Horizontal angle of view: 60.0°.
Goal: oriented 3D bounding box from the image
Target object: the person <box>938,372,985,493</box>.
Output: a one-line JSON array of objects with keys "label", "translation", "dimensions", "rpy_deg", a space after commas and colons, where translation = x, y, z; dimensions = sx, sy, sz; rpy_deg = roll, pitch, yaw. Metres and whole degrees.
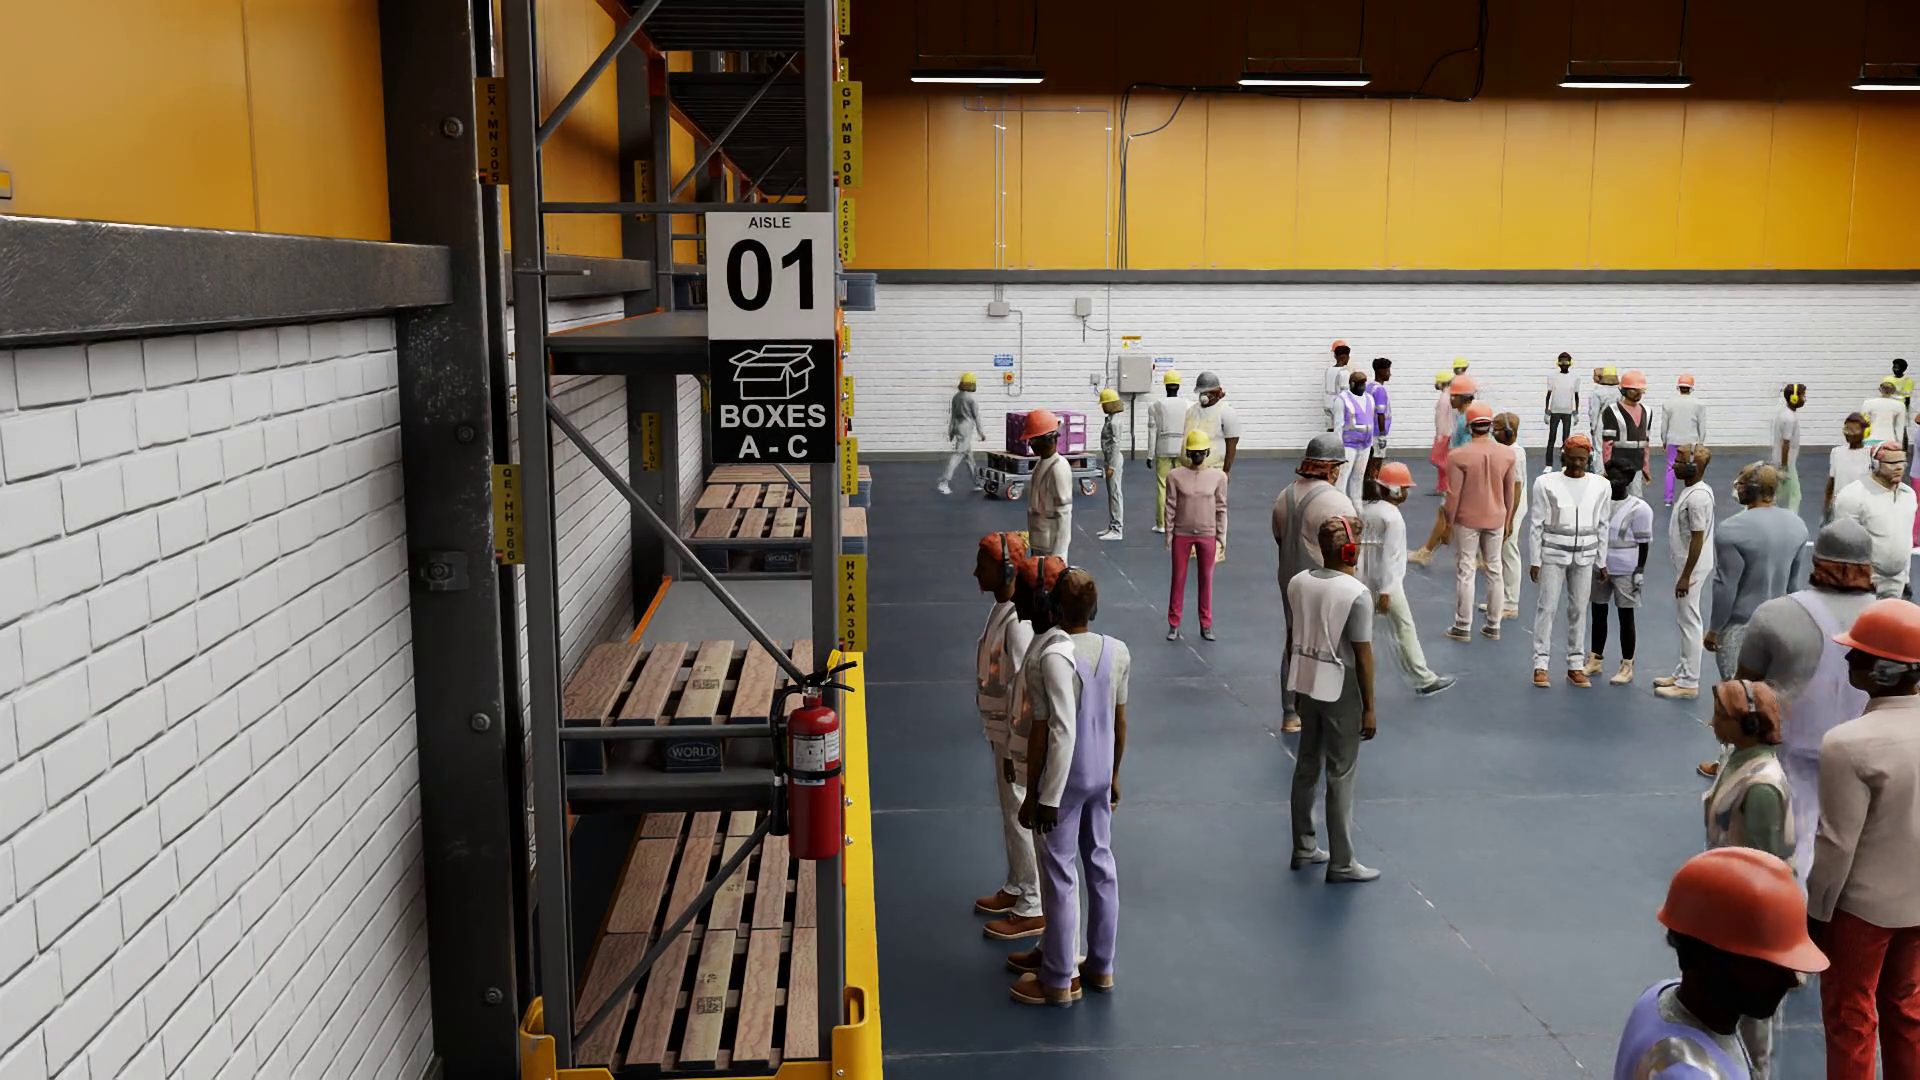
[{"label": "person", "translation": [0.040, -1.499, 23.241], "dimensions": [0.952, 1.699, 0.487], "rpy_deg": [-6, 11, -34]}]

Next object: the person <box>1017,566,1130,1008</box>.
[{"label": "person", "translation": [0.466, 1.020, 6.928], "dimensions": [0.506, 1.846, 0.345], "rpy_deg": [-6, 11, -34]}]

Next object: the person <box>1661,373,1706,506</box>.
[{"label": "person", "translation": [9.489, -1.309, 21.824], "dimensions": [0.563, 1.756, 0.319], "rpy_deg": [6, 11, 34]}]

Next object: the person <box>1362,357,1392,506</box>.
[{"label": "person", "translation": [5.498, -1.426, 21.899], "dimensions": [0.361, 1.964, 0.616], "rpy_deg": [0, 9, -2]}]

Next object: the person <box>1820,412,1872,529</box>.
[{"label": "person", "translation": [8.029, -0.243, 14.909], "dimensions": [0.889, 1.840, 0.526], "rpy_deg": [-5, 10, -28]}]

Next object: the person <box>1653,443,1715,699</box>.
[{"label": "person", "translation": [5.217, 0.220, 11.942], "dimensions": [0.344, 1.847, 0.504], "rpy_deg": [4, 10, 23]}]

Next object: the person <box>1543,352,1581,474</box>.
[{"label": "person", "translation": [9.186, -1.935, 25.402], "dimensions": [0.508, 1.872, 0.329], "rpy_deg": [3, 10, 19]}]

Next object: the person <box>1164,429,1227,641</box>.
[{"label": "person", "translation": [1.951, -0.037, 13.804], "dimensions": [0.524, 1.769, 0.316], "rpy_deg": [0, 9, 3]}]

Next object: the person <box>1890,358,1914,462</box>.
[{"label": "person", "translation": [15.272, -2.110, 27.081], "dimensions": [0.321, 1.691, 0.537], "rpy_deg": [-2, 9, -10]}]

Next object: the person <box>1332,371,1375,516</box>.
[{"label": "person", "translation": [4.952, -1.194, 20.837], "dimensions": [0.626, 1.843, 0.430], "rpy_deg": [-5, 10, -28]}]

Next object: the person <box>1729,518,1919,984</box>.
[{"label": "person", "translation": [3.788, 0.856, 7.341], "dimensions": [0.685, 2.000, 1.052], "rpy_deg": [2, 9, 14]}]

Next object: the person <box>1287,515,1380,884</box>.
[{"label": "person", "translation": [1.852, 0.793, 8.342], "dimensions": [0.389, 1.847, 0.563], "rpy_deg": [-5, 11, -31]}]

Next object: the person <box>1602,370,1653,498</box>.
[{"label": "person", "translation": [7.063, -0.778, 17.595], "dimensions": [0.608, 2.044, 0.370], "rpy_deg": [-3, 10, -21]}]

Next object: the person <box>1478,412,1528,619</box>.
[{"label": "person", "translation": [4.823, -0.216, 14.699], "dimensions": [0.350, 1.843, 0.506], "rpy_deg": [2, 9, 11]}]

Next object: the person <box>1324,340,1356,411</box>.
[{"label": "person", "translation": [6.190, -2.268, 27.161], "dimensions": [0.625, 1.981, 0.412], "rpy_deg": [-6, 11, -35]}]

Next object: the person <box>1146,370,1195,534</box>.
[{"label": "person", "translation": [2.481, -1.033, 19.559], "dimensions": [0.595, 1.925, 0.371], "rpy_deg": [-1, 9, -7]}]

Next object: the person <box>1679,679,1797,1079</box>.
[{"label": "person", "translation": [2.757, 1.293, 5.910], "dimensions": [0.394, 1.628, 0.535], "rpy_deg": [3, 10, 20]}]

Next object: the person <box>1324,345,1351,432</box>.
[{"label": "person", "translation": [5.910, -2.073, 26.009], "dimensions": [0.375, 1.958, 0.598], "rpy_deg": [-3, 10, -20]}]

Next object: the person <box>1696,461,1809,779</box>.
[{"label": "person", "translation": [4.719, 0.494, 9.934], "dimensions": [0.631, 1.940, 0.372], "rpy_deg": [-3, 10, -21]}]

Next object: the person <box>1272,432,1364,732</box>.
[{"label": "person", "translation": [2.366, 0.297, 10.852], "dimensions": [0.535, 2.000, 0.680], "rpy_deg": [-5, 10, -27]}]

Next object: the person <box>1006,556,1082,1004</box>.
[{"label": "person", "translation": [0.367, 0.993, 6.973], "dimensions": [0.337, 1.882, 0.585], "rpy_deg": [0, 9, 0]}]

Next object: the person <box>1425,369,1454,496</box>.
[{"label": "person", "translation": [6.625, -1.449, 22.690], "dimensions": [0.440, 1.752, 0.545], "rpy_deg": [4, 10, 25]}]

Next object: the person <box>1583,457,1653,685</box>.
[{"label": "person", "translation": [4.865, 0.224, 12.384], "dimensions": [0.315, 1.696, 0.540], "rpy_deg": [-6, 11, -35]}]

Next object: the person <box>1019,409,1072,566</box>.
[{"label": "person", "translation": [0.635, 0.027, 12.569], "dimensions": [0.388, 2.031, 0.616], "rpy_deg": [-2, 9, -13]}]

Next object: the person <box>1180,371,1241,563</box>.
[{"label": "person", "translation": [2.588, -0.781, 17.621], "dimensions": [0.538, 2.000, 0.683], "rpy_deg": [-8, 12, -42]}]

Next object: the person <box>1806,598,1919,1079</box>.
[{"label": "person", "translation": [3.009, 1.175, 5.475], "dimensions": [0.612, 1.997, 0.376], "rpy_deg": [-4, 10, -23]}]

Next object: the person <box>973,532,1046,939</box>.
[{"label": "person", "translation": [0.236, 0.887, 7.680], "dimensions": [0.355, 1.876, 0.573], "rpy_deg": [-1, 9, -6]}]

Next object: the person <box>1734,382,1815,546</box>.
[{"label": "person", "translation": [9.210, -0.857, 18.698], "dimensions": [0.753, 1.851, 0.522], "rpy_deg": [2, 9, 13]}]

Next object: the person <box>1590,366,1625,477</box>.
[{"label": "person", "translation": [9.317, -1.631, 23.919], "dimensions": [0.484, 1.735, 0.311], "rpy_deg": [1, 9, 7]}]

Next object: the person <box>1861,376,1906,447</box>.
[{"label": "person", "translation": [12.126, -1.300, 21.880], "dimensions": [0.552, 1.715, 0.768], "rpy_deg": [1, 9, 9]}]

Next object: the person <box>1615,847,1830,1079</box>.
[{"label": "person", "translation": [1.478, 1.545, 3.346], "dimensions": [0.364, 1.933, 0.552], "rpy_deg": [3, 10, 19]}]

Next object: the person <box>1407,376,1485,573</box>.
[{"label": "person", "translation": [5.007, -0.665, 17.008], "dimensions": [0.983, 2.000, 0.636], "rpy_deg": [4, 10, 24]}]

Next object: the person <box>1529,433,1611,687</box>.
[{"label": "person", "translation": [4.484, 0.151, 12.253], "dimensions": [0.573, 1.887, 0.356], "rpy_deg": [0, 9, 3]}]

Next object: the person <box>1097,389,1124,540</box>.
[{"label": "person", "translation": [1.725, -0.871, 19.140], "dimensions": [0.307, 1.736, 0.484], "rpy_deg": [0, 9, 1]}]

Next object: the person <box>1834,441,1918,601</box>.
[{"label": "person", "translation": [6.326, 0.265, 11.474], "dimensions": [0.642, 1.909, 0.399], "rpy_deg": [-3, 10, -19]}]

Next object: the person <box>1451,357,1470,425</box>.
[{"label": "person", "translation": [7.832, -1.992, 26.090], "dimensions": [0.323, 1.767, 0.524], "rpy_deg": [-2, 9, -10]}]

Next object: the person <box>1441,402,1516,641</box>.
[{"label": "person", "translation": [4.295, -0.151, 13.811], "dimensions": [0.609, 1.993, 0.386], "rpy_deg": [-1, 9, -9]}]

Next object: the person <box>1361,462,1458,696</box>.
[{"label": "person", "translation": [3.101, 0.294, 11.930], "dimensions": [0.923, 1.699, 0.585], "rpy_deg": [-1, 9, -7]}]
